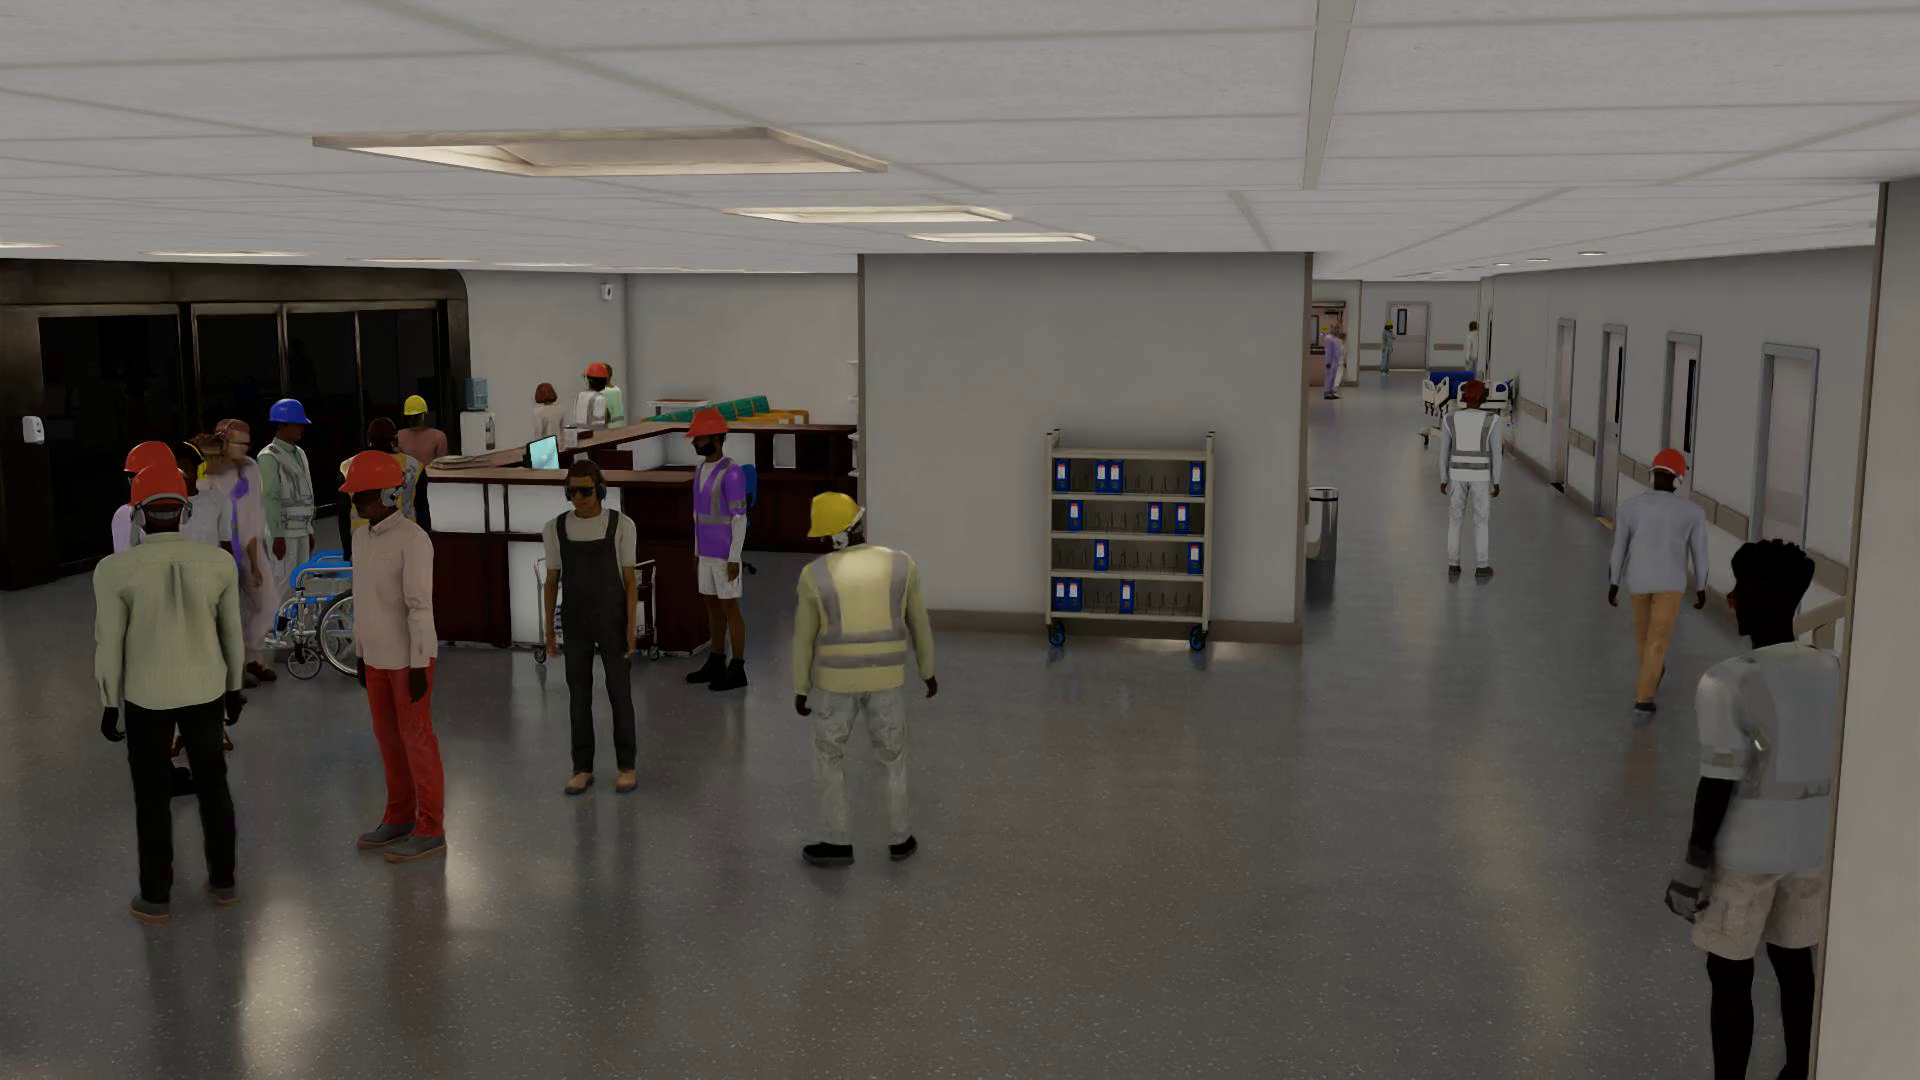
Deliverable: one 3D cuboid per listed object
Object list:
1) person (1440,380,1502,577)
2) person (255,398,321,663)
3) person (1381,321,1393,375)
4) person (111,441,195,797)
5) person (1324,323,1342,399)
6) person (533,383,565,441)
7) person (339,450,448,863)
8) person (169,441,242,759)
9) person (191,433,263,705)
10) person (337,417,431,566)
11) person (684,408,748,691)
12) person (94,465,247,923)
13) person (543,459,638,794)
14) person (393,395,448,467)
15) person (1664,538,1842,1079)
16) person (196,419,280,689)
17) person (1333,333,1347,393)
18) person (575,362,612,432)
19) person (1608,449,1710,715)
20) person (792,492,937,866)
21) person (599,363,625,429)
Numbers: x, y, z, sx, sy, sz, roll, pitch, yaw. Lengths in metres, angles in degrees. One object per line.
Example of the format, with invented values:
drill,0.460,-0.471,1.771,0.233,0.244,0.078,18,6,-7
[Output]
person,4.874,-0.585,15.883,0.575,1.883,0.362,5,10,31
person,-4.936,-0.070,12.251,0.387,1.948,0.601,0,9,-1
person,13.706,-6.147,53.253,0.494,1.743,0.305,-7,11,-39
person,-4.354,0.427,9.030,0.550,1.928,0.389,8,12,44
person,9.322,-4.463,41.547,0.402,1.904,0.651,6,10,34
person,-4.911,-1.062,19.881,0.268,1.630,0.507,5,10,29
person,-2.743,0.554,8.003,0.609,1.986,0.410,7,11,39
person,-4.507,0.347,9.767,0.519,1.865,0.331,-3,9,-21
person,-5.063,0.167,11.199,0.932,1.802,0.555,7,11,40
person,-4.115,0.039,11.923,0.625,1.838,0.430,-3,9,-19
person,-1.685,0.065,11.391,0.373,1.934,0.551,-7,11,-37
person,-3.453,0.663,7.298,0.622,1.982,0.418,-8,12,-44
person,-2.000,0.471,9.037,0.509,1.840,0.347,0,9,-1
person,-5.055,-0.478,15.577,0.533,1.765,0.331,0,9,-2
person,2.539,0.972,5.307,0.654,1.959,0.393,-3,9,-21
person,-4.958,0.105,11.335,0.463,1.870,0.674,3,9,20
person,9.999,-4.663,43.866,0.362,1.596,0.577,4,10,26
person,-4.316,-1.091,19.174,0.697,1.910,0.557,-8,12,-42
person,4.606,0.256,10.915,0.578,1.697,0.930,7,11,40
person,-0.437,0.659,7.938,0.734,1.804,0.407,-2,9,-16
person,-4.286,-1.234,20.314,0.396,1.847,0.564,2,9,12
